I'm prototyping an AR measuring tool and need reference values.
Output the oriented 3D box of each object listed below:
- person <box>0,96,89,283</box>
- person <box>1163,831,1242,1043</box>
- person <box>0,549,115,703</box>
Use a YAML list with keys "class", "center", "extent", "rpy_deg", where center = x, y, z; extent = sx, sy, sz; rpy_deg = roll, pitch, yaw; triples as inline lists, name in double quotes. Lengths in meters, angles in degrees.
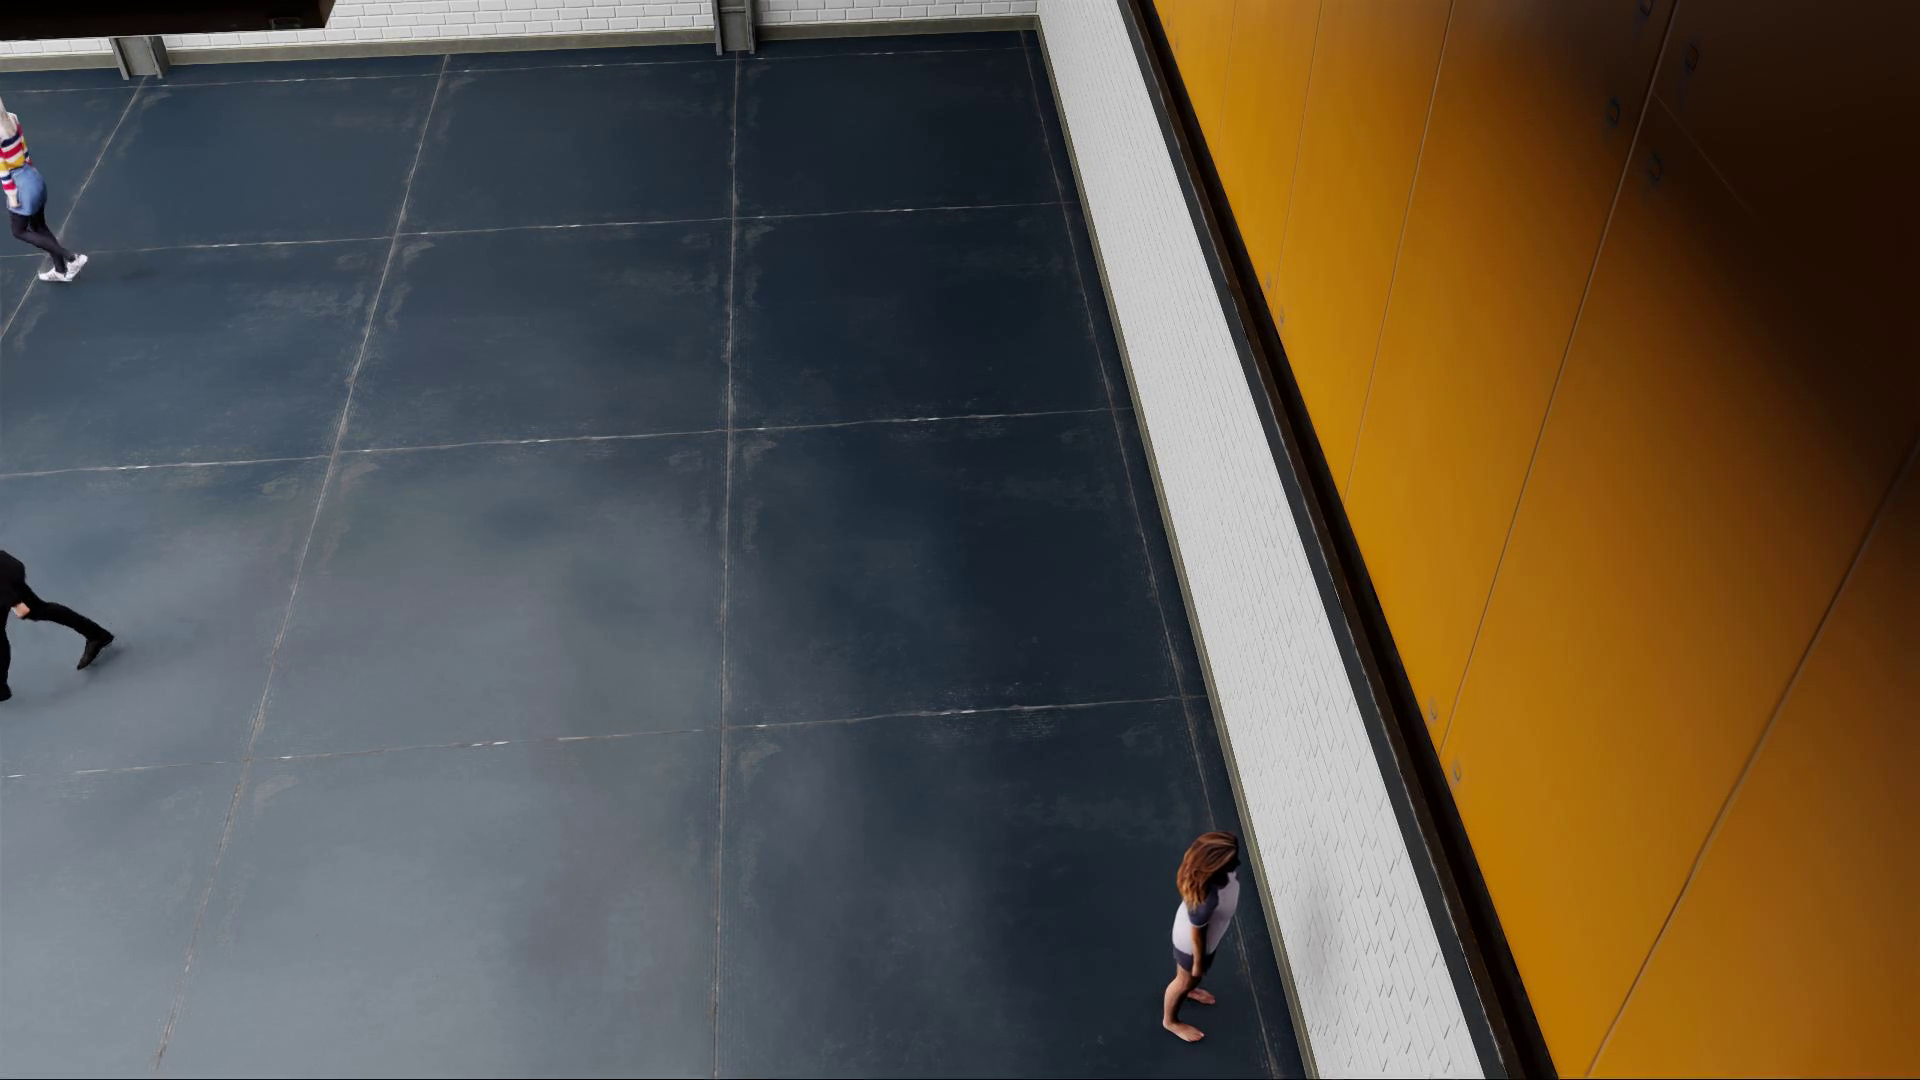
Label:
- class: "person"
  center: [-7.646, -2.912, 13.742]
  extent: [0.707, 1.792, 0.686]
  rpy_deg: [-3, 44, -3]
- class: "person"
  center: [1.219, 2.025, 8.607]
  extent: [0.663, 1.726, 0.672]
  rpy_deg: [11, 45, 12]
- class: "person"
  center: [-5.945, 0.243, 10.407]
  extent: [1.357, 1.822, 1.144]
  rpy_deg: [-30, 51, -28]
